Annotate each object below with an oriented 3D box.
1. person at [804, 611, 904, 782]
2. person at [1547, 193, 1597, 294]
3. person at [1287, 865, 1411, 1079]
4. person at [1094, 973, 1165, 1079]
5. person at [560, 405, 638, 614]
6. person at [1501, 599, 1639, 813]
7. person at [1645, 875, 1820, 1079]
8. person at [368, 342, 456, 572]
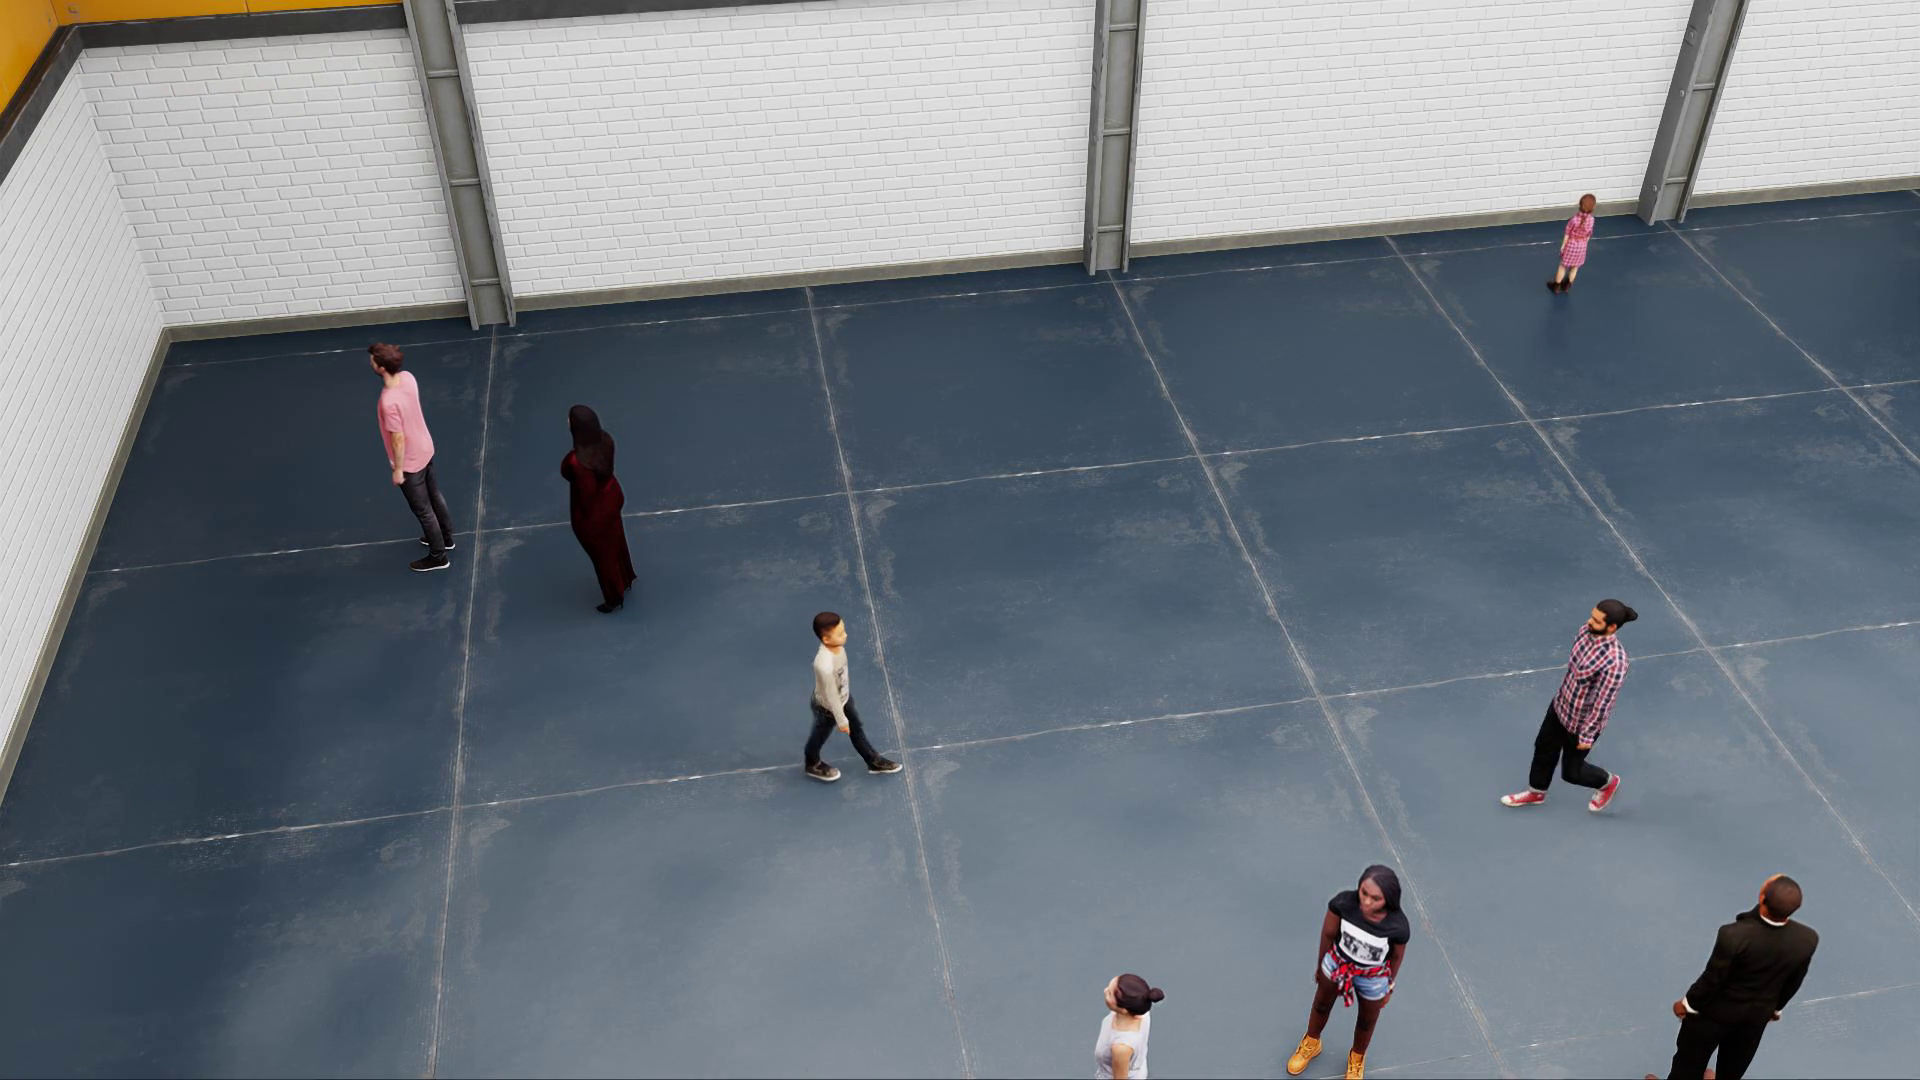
[{"bbox_3d":[-0.906,1.034,10.804,0.966,1.440,0.767,8,39,10],"label":"person"},{"bbox_3d":[5.921,-2.852,16.008,0.380,1.018,0.484,-6,39,-7],"label":"person"},{"bbox_3d":[2.127,2.336,8.943,0.713,1.727,0.787,19,42,22],"label":"person"},{"bbox_3d":[0.823,2.750,8.522,0.661,1.607,0.648,9,39,11],"label":"person"},{"bbox_3d":[-2.636,-0.240,12.145,0.728,1.757,0.746,6,39,7],"label":"person"},{"bbox_3d":[3.968,1.082,10.496,0.912,1.749,0.688,-5,39,-7],"label":"person"},{"bbox_3d":[4.050,2.420,8.696,0.615,1.904,0.802,0,39,0],"label":"person"},{"bbox_3d":[-4.104,-0.633,12.476,0.616,1.959,0.672,1,39,2],"label":"person"}]
